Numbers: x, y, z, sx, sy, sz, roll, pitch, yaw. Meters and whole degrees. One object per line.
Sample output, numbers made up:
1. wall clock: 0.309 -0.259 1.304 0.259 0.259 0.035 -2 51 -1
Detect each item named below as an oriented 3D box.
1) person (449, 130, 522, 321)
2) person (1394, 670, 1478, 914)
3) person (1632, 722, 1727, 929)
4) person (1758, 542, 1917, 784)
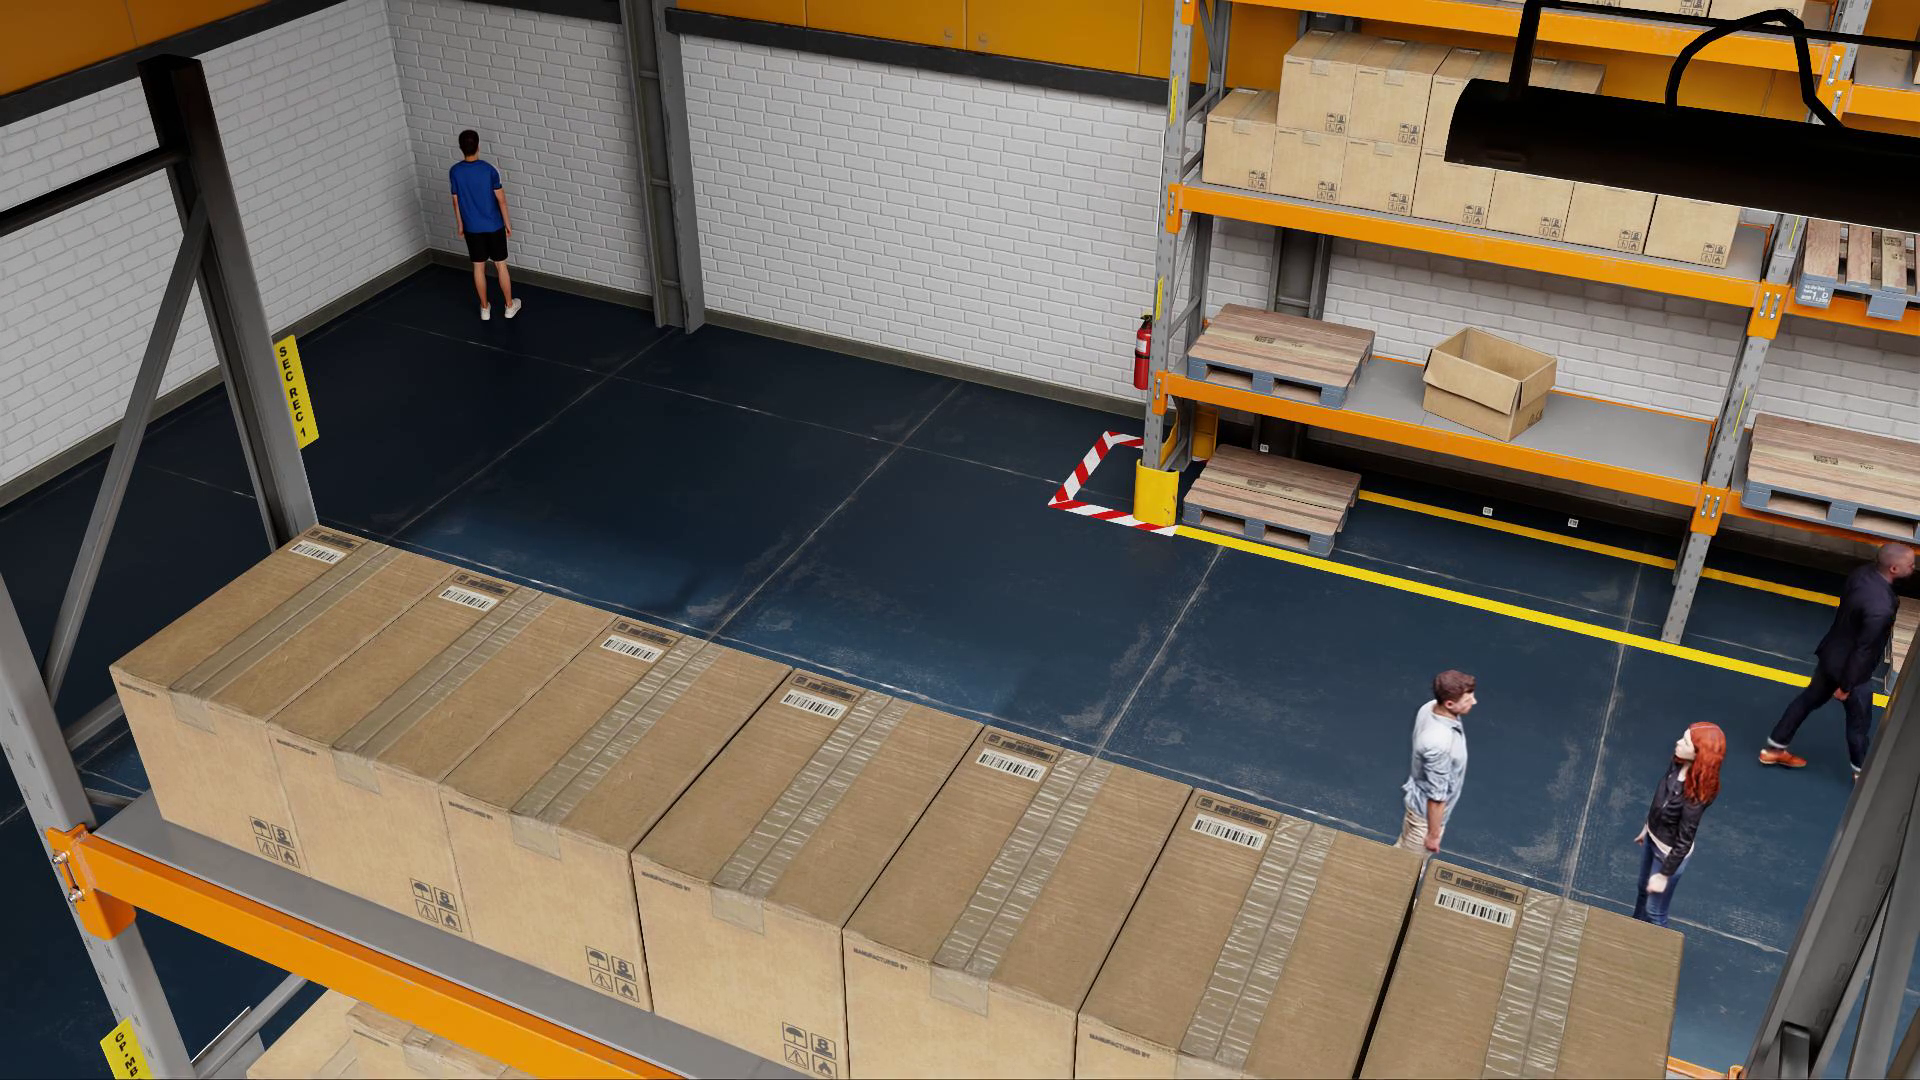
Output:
1. person: -4.591 -3.032 15.976 0.711 1.865 0.814 -5 34 -7
2. person: 2.590 1.461 9.233 0.618 1.846 0.700 6 34 9
3. person: 3.792 1.681 8.957 0.631 1.786 0.633 5 34 7
4. person: 5.414 0.763 10.340 1.129 1.784 0.842 8 34 11
